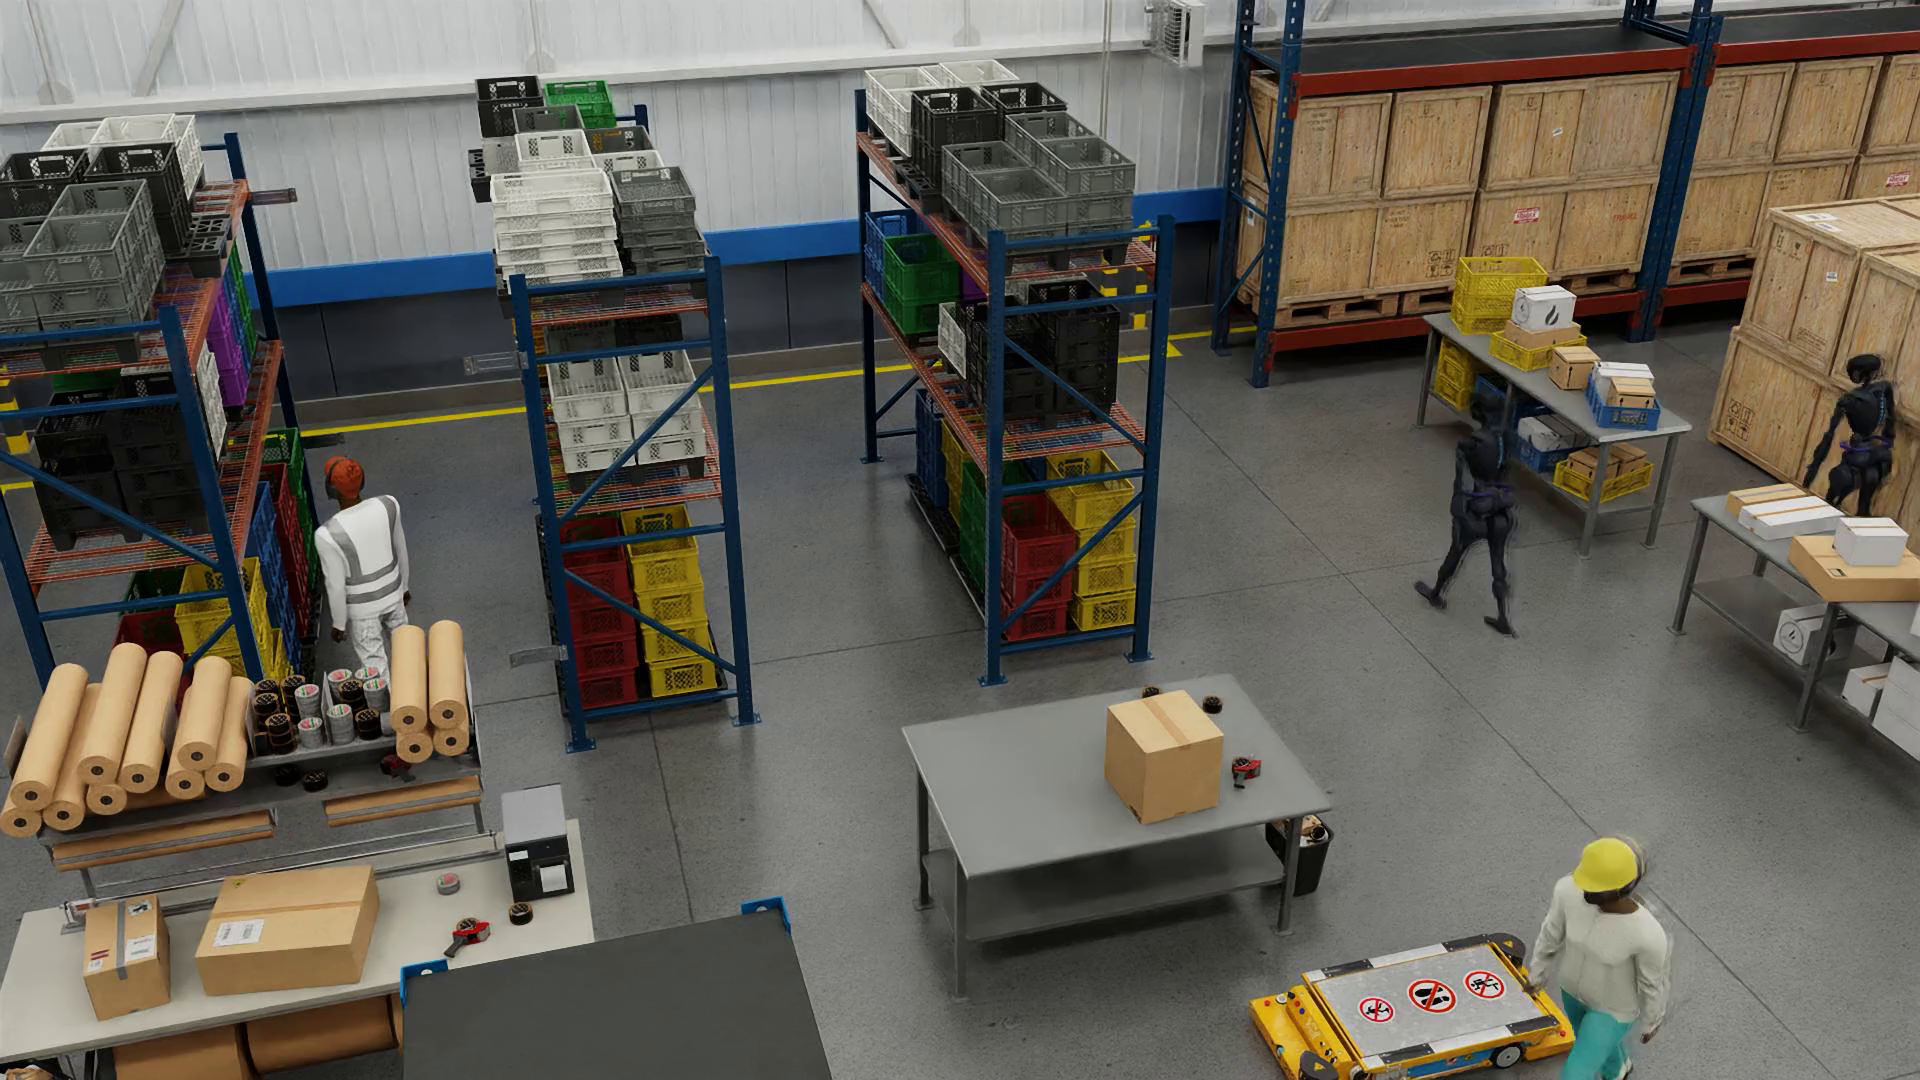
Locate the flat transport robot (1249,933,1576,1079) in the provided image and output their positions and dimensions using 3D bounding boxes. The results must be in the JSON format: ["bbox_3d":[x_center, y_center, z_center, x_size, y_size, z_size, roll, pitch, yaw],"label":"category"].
[{"bbox_3d":[2.184,2.282,7.980,1.431,0.197,0.652,-8,30,-14],"label":"flat transport robot"}]

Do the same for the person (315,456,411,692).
[{"bbox_3d":[-3.474,0.368,9.817,0.359,1.883,0.572,18,33,29],"label":"person"}]

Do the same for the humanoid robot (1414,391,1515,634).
[{"bbox_3d":[3.508,-0.192,11.100,0.574,1.609,0.766,-13,32,-23],"label":"humanoid robot"}]

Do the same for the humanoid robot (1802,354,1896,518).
[{"bbox_3d":[6.330,-0.563,11.741,0.654,1.631,0.368,-9,30,-17],"label":"humanoid robot"}]

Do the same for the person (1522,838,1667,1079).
[{"bbox_3d":[2.735,1.931,7.138,0.939,1.708,0.537,-17,33,-28],"label":"person"}]
